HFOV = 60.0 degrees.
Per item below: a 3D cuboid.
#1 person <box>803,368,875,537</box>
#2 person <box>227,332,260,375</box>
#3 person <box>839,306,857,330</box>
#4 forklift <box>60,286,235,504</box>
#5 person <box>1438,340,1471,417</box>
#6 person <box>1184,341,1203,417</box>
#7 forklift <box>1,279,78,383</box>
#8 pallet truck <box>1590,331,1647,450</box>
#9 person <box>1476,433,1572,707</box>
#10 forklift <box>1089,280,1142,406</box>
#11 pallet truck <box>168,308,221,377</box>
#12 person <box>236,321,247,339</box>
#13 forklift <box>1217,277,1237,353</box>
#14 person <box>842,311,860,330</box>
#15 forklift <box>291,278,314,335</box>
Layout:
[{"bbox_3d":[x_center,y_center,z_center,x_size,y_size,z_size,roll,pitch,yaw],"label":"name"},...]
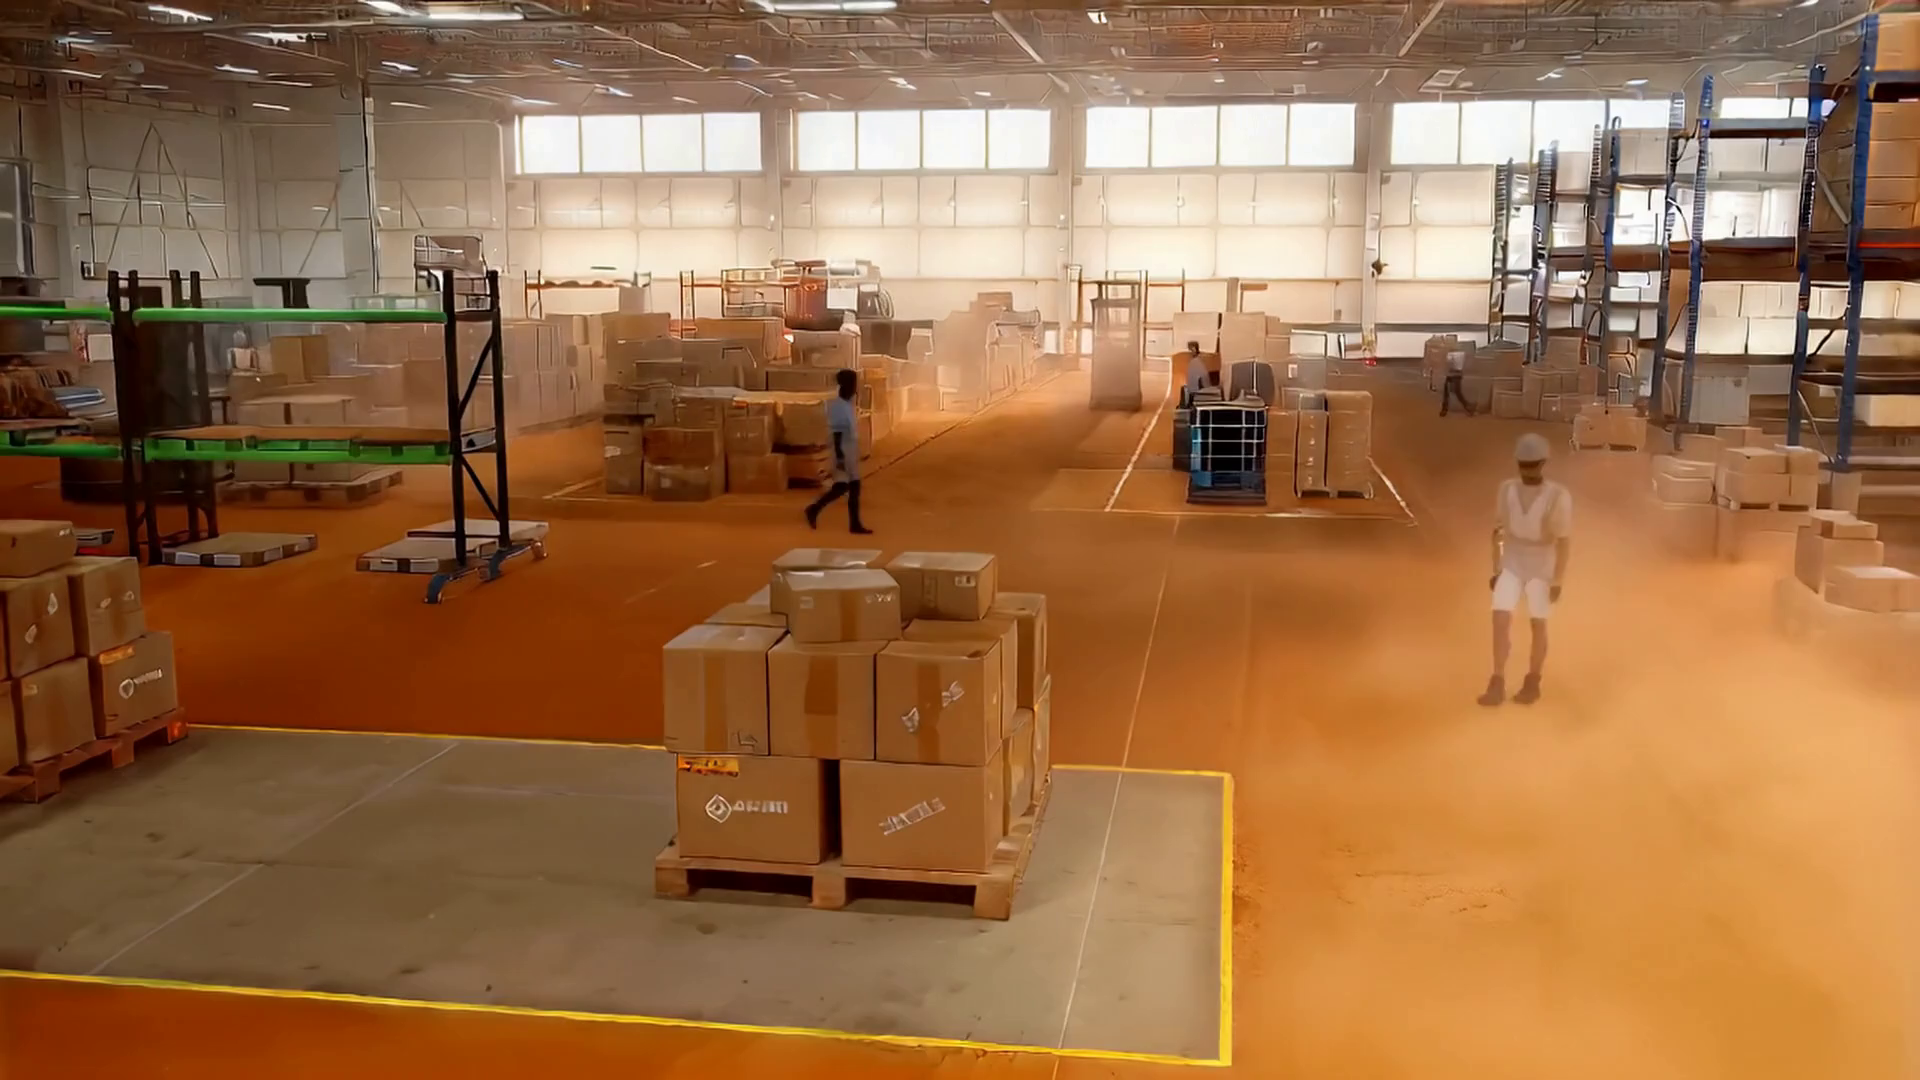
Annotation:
[{"bbox_3d":[-1.375,-0.991,18.903,0.731,1.946,0.624,3,10,19],"label":"person"},{"bbox_3d":[-13.957,-3.129,32.437,0.569,1.825,0.942,-3,10,-18],"label":"person"},{"bbox_3d":[-3.467,-6.247,51.373,0.630,1.932,0.367,-8,12,-40],"label":"person"},{"bbox_3d":[-10.679,-1.915,21.727,1.873,2.768,1.129,0,9,-1],"label":"forklift"},{"bbox_3d":[10.224,-3.314,34.266,0.533,1.611,0.672,-5,10,-27],"label":"person"},{"bbox_3d":[4.002,-2.471,28.326,0.727,1.852,0.545,-3,10,-16],"label":"person"},{"bbox_3d":[-22.135,-4.786,39.432,1.873,2.768,1.129,1,9,9],"label":"forklift"},{"bbox_3d":[11.253,-2.573,28.499,0.823,1.965,1.885,5,10,27],"label":"pallet truck"},{"bbox_3d":[3.858,0.231,11.450,0.571,1.913,0.780,8,12,40],"label":"person"},{"bbox_3d":[3.552,-4.482,37.560,1.129,2.768,1.873,1,9,8],"label":"forklift"},{"bbox_3d":[-21.869,-5.598,47.154,0.823,1.965,1.885,4,10,26],"label":"pallet truck"},{"bbox_3d":[-19.982,-5.261,46.207,0.517,1.635,0.312,4,10,26],"label":"person"},{"bbox_3d":[7.832,-6.234,48.361,1.873,2.768,1.129,1,9,9],"label":"forklift"},{"bbox_3d":[-2.971,-5.227,45.104,0.542,1.928,0.399,-6,11,-35],"label":"person"},{"bbox_3d":[-17.085,-5.399,43.215,1.873,2.768,1.129,-3,10,-17],"label":"forklift"}]
